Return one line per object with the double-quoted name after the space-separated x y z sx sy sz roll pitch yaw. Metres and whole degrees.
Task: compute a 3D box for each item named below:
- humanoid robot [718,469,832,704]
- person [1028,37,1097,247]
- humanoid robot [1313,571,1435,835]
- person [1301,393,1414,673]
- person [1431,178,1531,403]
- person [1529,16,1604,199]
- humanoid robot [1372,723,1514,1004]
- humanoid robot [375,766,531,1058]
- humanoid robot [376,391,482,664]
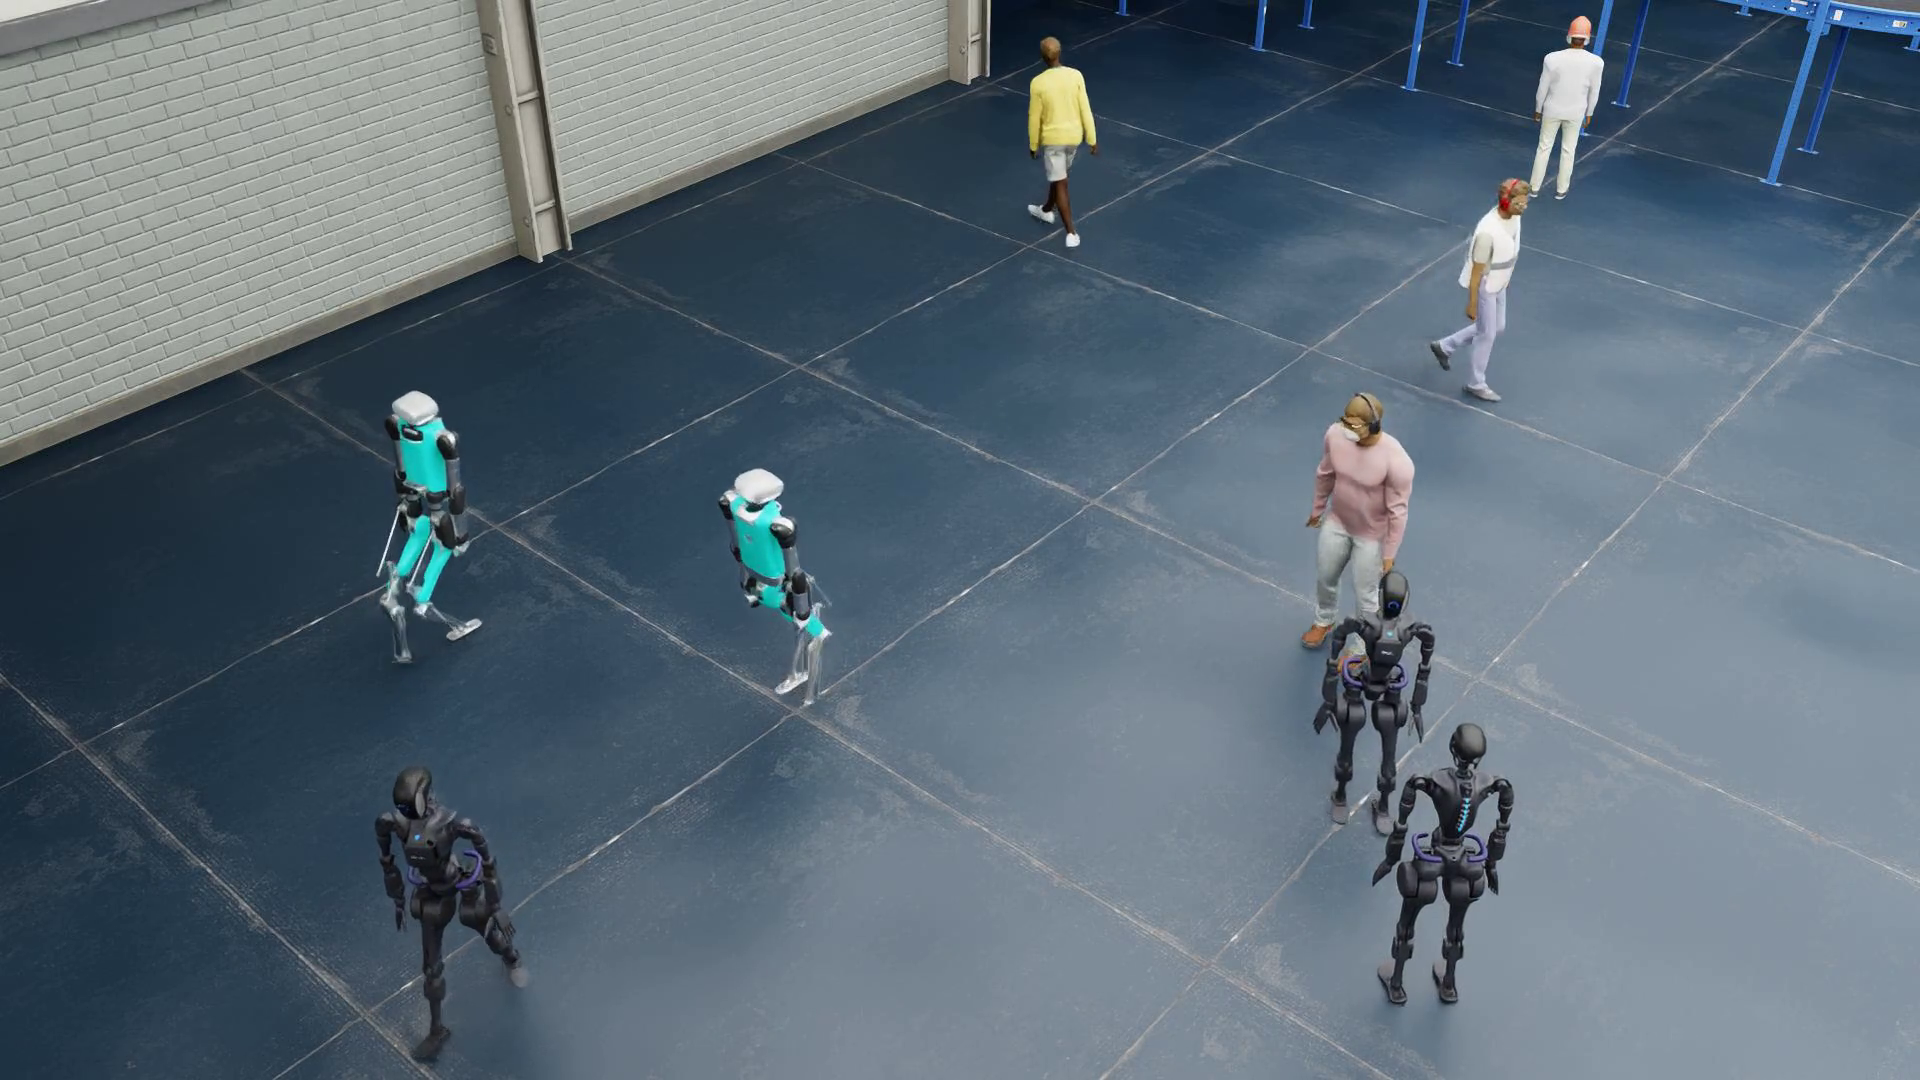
-0.968 0.263 9.767 0.536 1.786 0.793 24 42 30 "humanoid robot"
0.928 -3.642 15.158 0.599 1.832 0.976 -15 38 -20 "person"
2.214 0.880 8.927 0.589 1.650 0.374 2 36 3 "humanoid robot"
2.387 -0.067 10.075 0.406 1.919 0.669 -27 43 -32 "person"
4.029 -1.946 12.779 0.576 1.821 0.586 23 42 29 "person"
5.776 -4.120 15.890 0.561 1.754 0.320 9 37 13 "person"
2.310 1.562 7.981 0.609 1.649 0.323 0 35 0 "humanoid robot"
-2.399 1.687 7.836 0.599 1.634 0.741 4 36 5 "humanoid robot"
-3.373 0.057 10.097 0.535 1.822 0.854 19 40 25 "humanoid robot"
